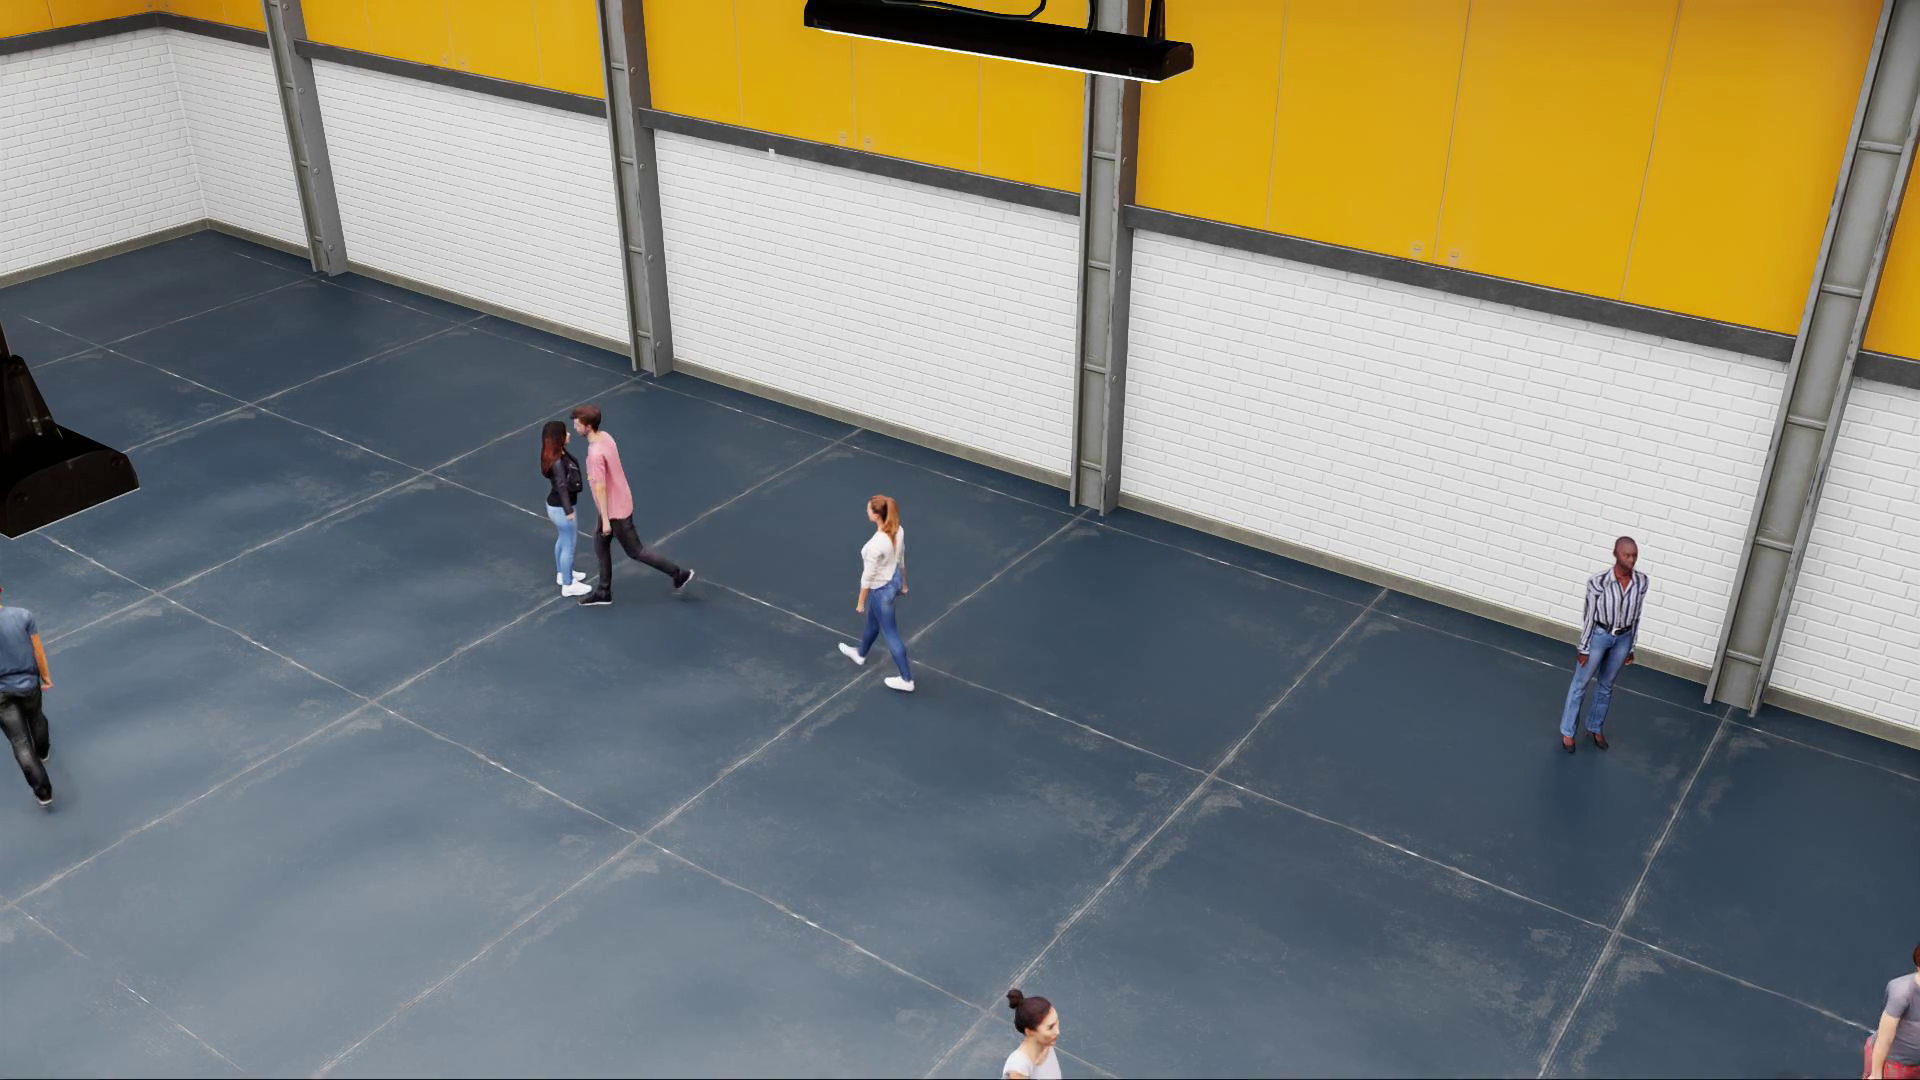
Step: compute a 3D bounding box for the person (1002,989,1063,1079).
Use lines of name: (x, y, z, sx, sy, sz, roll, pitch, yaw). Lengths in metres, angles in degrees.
person: (0.289, 3.003, 8.643, 0.999, 1.578, 0.571, 18, 33, 29)

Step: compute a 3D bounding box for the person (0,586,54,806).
person: (-6.803, 1.093, 11.952, 0.868, 1.764, 1.232, -21, 35, -33)

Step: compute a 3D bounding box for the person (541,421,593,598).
person: (-3.490, -0.288, 14.623, 0.771, 1.630, 0.684, -9, 30, -16)

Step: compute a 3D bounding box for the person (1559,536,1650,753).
person: (4.843, 0.777, 12.498, 0.682, 1.796, 0.749, -4, 29, -7)

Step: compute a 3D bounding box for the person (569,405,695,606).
person: (-2.849, -0.268, 14.303, 1.262, 1.901, 1.212, -5, 29, -9)

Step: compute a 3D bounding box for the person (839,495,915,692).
person: (-0.531, 0.448, 13.213, 1.043, 1.688, 0.739, 13, 31, 23)
